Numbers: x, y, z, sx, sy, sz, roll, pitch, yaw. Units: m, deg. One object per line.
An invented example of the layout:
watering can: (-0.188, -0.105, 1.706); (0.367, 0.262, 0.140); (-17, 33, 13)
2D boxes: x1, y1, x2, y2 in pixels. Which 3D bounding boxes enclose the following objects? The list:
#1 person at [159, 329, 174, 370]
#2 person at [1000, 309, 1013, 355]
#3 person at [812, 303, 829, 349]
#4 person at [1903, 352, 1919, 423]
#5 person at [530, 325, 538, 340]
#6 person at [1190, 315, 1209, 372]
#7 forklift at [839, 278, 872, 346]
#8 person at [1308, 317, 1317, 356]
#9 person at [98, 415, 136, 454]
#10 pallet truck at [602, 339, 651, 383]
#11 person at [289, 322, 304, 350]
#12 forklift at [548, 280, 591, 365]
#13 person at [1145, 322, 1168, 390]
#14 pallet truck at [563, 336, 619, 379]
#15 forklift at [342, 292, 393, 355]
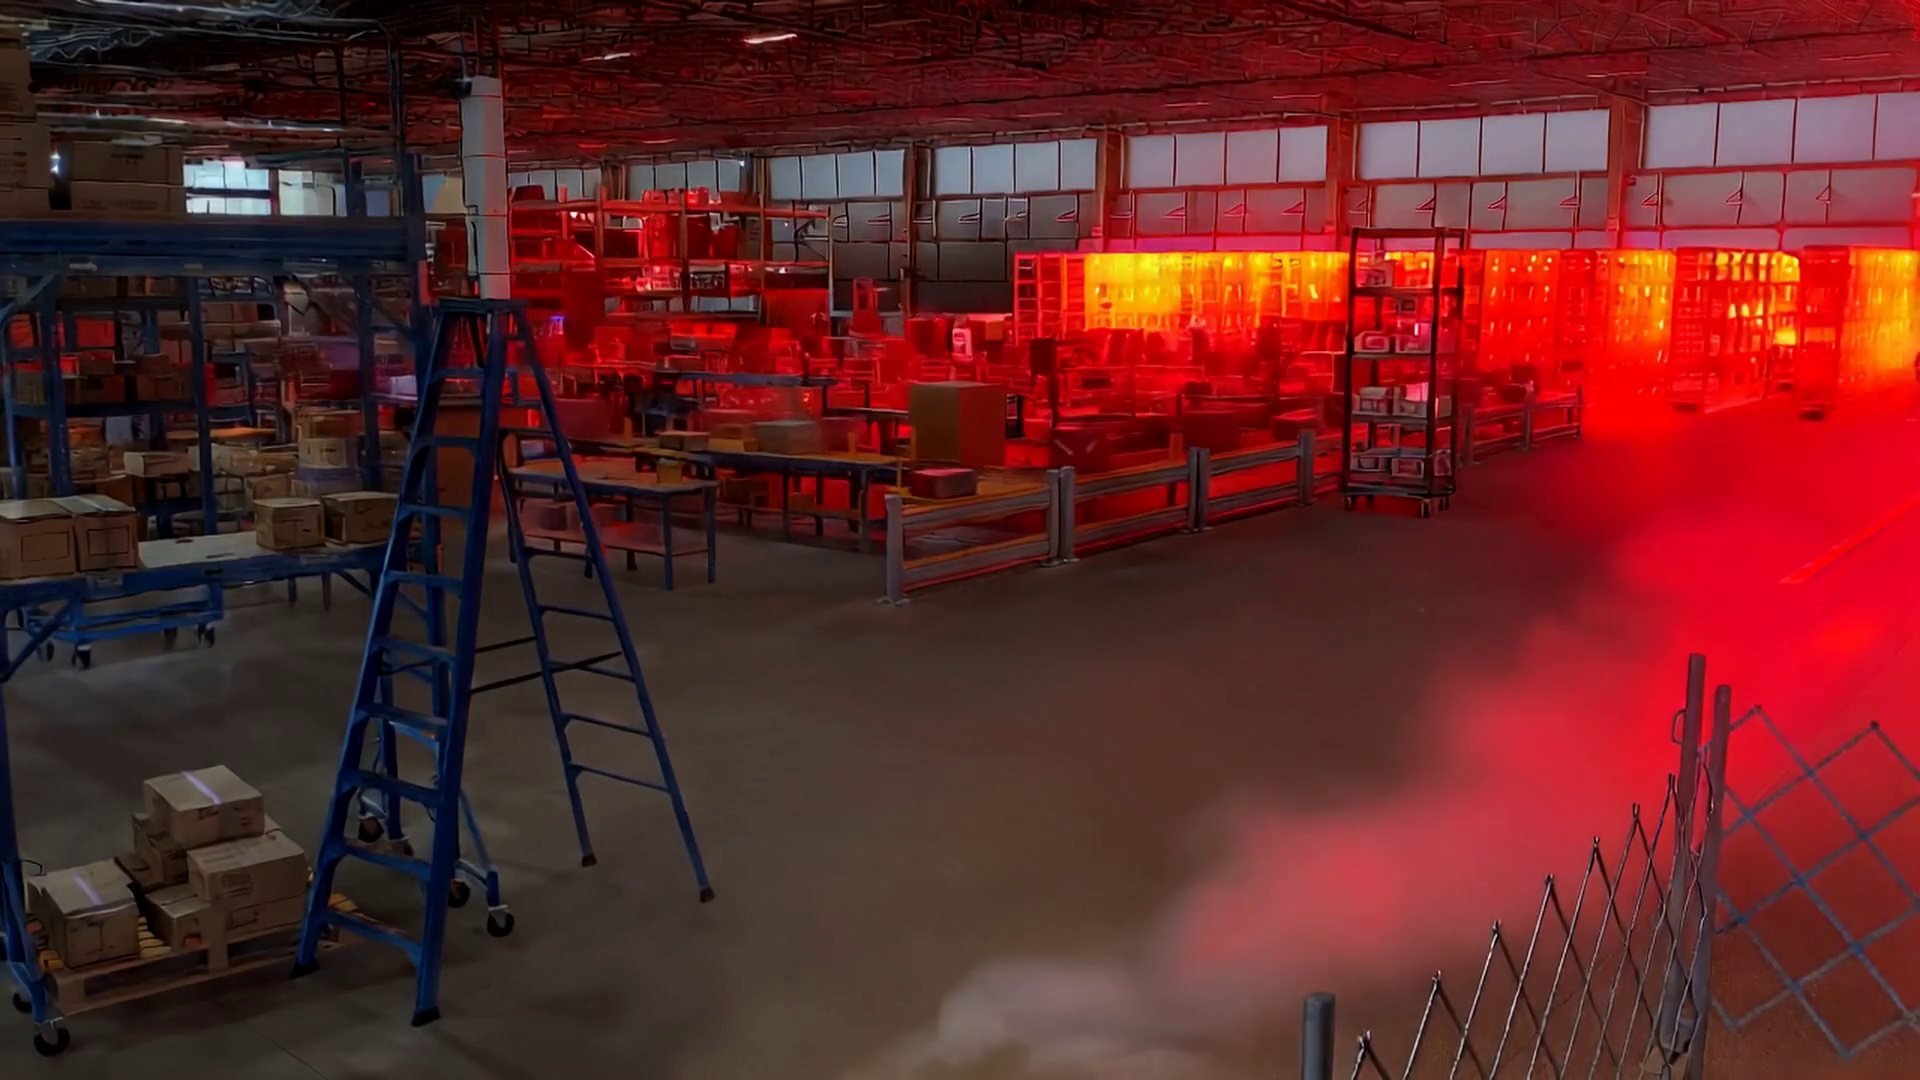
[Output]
person: (-20.866, -4.762, 43.781); (0.874, 1.579, 0.509); (-4, 10, -26)
person: (1.740, -7.731, 61.856); (0.480, 1.732, 0.345); (1, 9, 6)
person: (-5.163, -7.765, 61.424); (0.603, 1.934, 0.637); (1, 9, 9)
person: (19.545, -3.242, 33.613); (0.754, 1.806, 0.608); (1, 9, 4)
person: (-11.227, -4.838, 43.963); (0.333, 1.688, 0.543); (-4, 10, -23)
person: (6.154, -4.770, 42.615); (0.426, 1.985, 0.613); (-6, 11, -31)
forklift: (-4.140, -9.626, 70.112); (1.873, 2.768, 1.129); (7, 11, 37)
person: (9.660, -5.274, 46.217); (0.597, 1.828, 0.513); (8, 12, 43)
person: (-10.509, -1.219, 20.875); (0.701, 1.840, 0.550); (3, 10, 17)
pallet truck: (-8.991, -4.871, 45.351); (0.653, 1.274, 1.630); (7, 11, 37)
person: (-16.999, -4.622, 42.253); (0.622, 1.788, 0.919); (7, 12, 38)
forklift: (-12.112, -6.824, 52.619); (1.873, 2.768, 1.129); (7, 11, 37)
person: (4.831, -4.335, 40.246); (0.396, 1.879, 0.796); (-7, 11, -36)
pallet truck: (-10.690, -5.294, 48.215); (1.601, 1.201, 0.680); (-5, 10, -26)
forklift: (-16.485, -5.622, 45.120); (1.129, 2.768, 1.873); (7, 11, 37)
